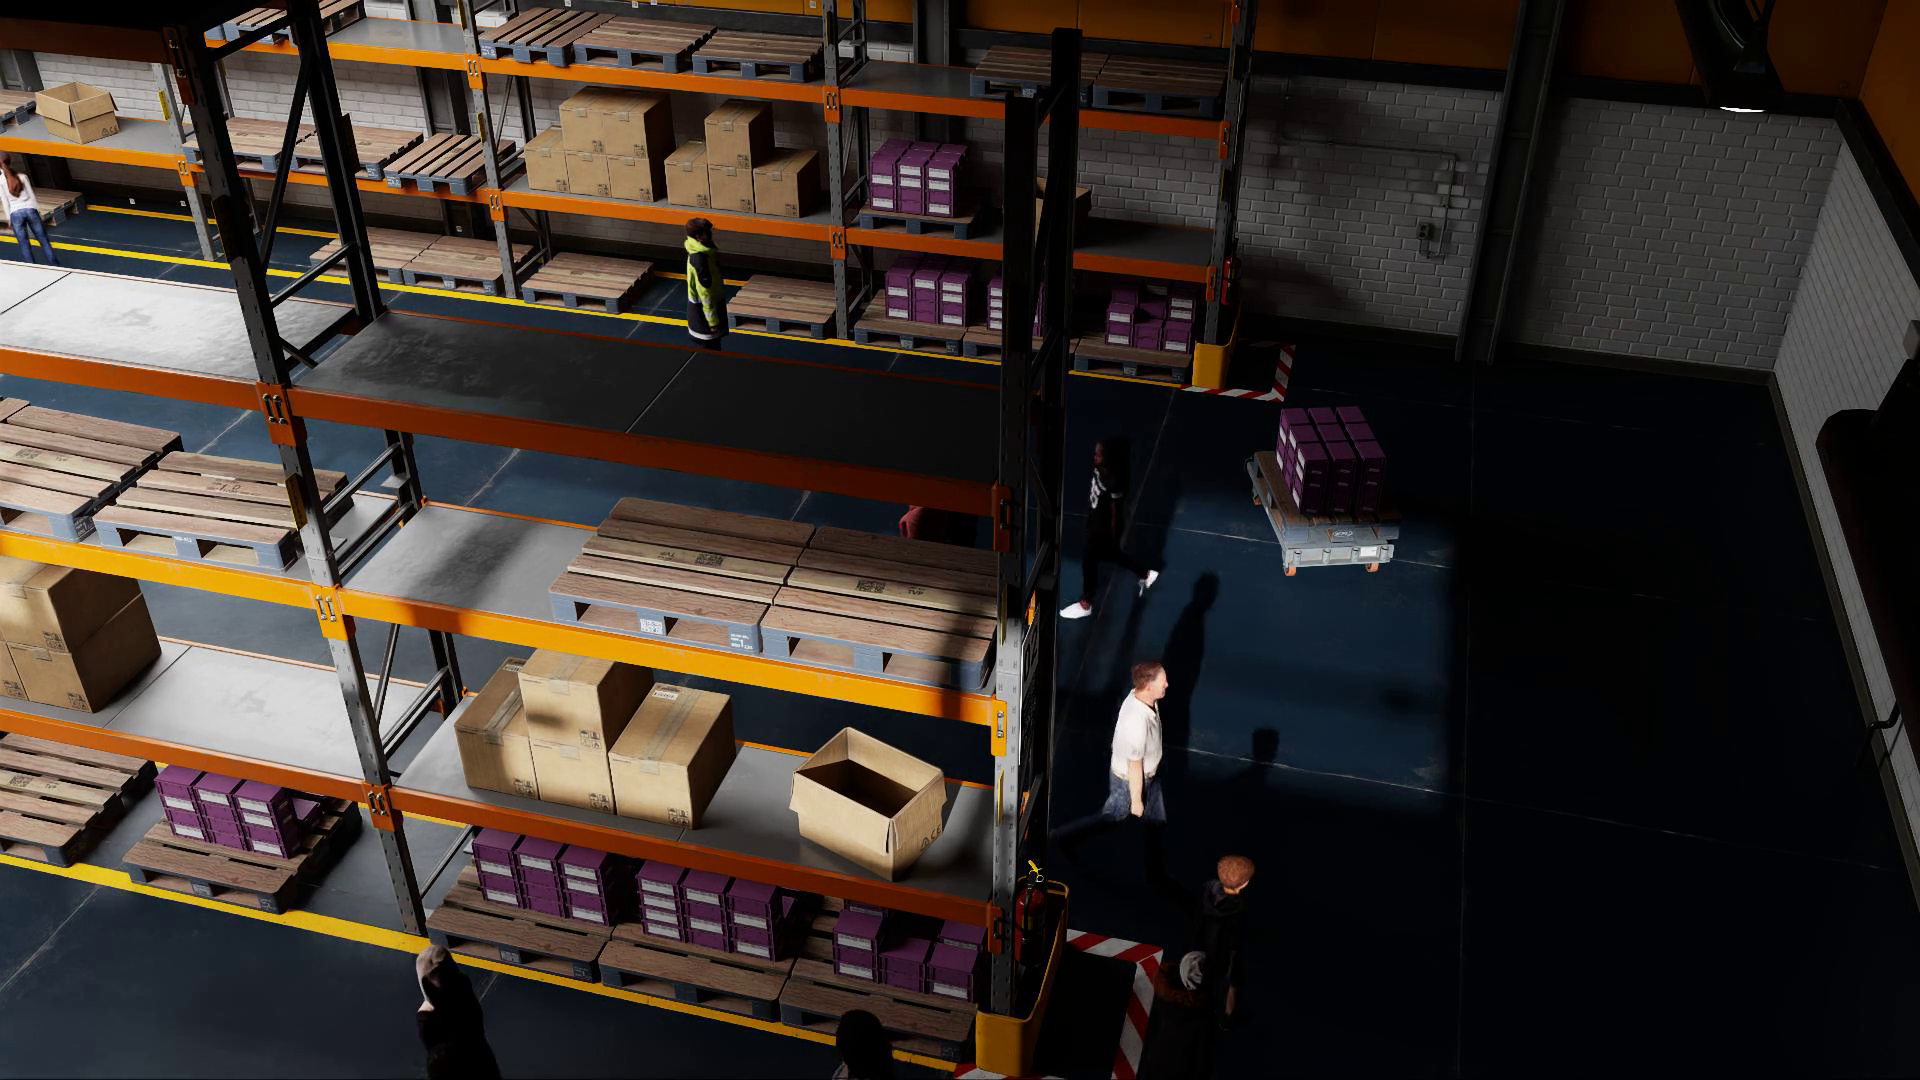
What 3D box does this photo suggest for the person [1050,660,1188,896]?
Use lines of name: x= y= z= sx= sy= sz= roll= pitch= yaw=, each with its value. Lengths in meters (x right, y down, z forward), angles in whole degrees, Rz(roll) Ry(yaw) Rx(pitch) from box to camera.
person: x=1.036 y=1.552 z=10.944 sx=1.268 sy=1.817 sz=0.801 roll=14 pitch=36 yaw=21

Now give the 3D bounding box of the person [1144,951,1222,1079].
person: x=1.150 y=2.904 z=9.090 sx=0.883 sy=1.618 sz=0.840 roll=-26 pitch=42 yaw=-34

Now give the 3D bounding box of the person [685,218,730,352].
person: x=-2.530 y=-2.285 z=16.567 sx=0.846 sy=1.983 sz=0.868 roll=-8 pitch=34 yaw=-11

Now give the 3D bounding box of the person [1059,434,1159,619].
person: x=1.254 y=-0.106 z=13.536 sx=1.179 sy=1.709 sz=0.934 roll=-5 pitch=34 yaw=-7

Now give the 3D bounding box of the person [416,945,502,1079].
person: x=-2.716 y=2.865 z=8.959 sx=0.756 sy=1.829 sz=0.626 roll=11 pitch=35 yaw=16

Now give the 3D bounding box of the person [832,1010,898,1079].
person: x=-0.376 y=3.114 z=8.802 sx=0.817 sy=1.587 sz=0.736 roll=-2 pitch=34 yaw=-3

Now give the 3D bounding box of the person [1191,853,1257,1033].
person: x=1.482 y=2.463 z=9.926 sx=0.810 sy=1.428 sz=0.758 roll=-22 pitch=39 yaw=-30

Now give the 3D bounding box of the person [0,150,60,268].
person: x=-10.772 y=-3.730 z=19.127 sx=0.619 sy=1.556 sz=0.656 roll=-24 pitch=41 yaw=-32

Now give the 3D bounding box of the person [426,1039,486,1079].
person: x=-2.538 y=3.211 z=8.590 sx=0.601 sy=1.661 sz=0.665 roll=25 pitch=41 yaw=32
